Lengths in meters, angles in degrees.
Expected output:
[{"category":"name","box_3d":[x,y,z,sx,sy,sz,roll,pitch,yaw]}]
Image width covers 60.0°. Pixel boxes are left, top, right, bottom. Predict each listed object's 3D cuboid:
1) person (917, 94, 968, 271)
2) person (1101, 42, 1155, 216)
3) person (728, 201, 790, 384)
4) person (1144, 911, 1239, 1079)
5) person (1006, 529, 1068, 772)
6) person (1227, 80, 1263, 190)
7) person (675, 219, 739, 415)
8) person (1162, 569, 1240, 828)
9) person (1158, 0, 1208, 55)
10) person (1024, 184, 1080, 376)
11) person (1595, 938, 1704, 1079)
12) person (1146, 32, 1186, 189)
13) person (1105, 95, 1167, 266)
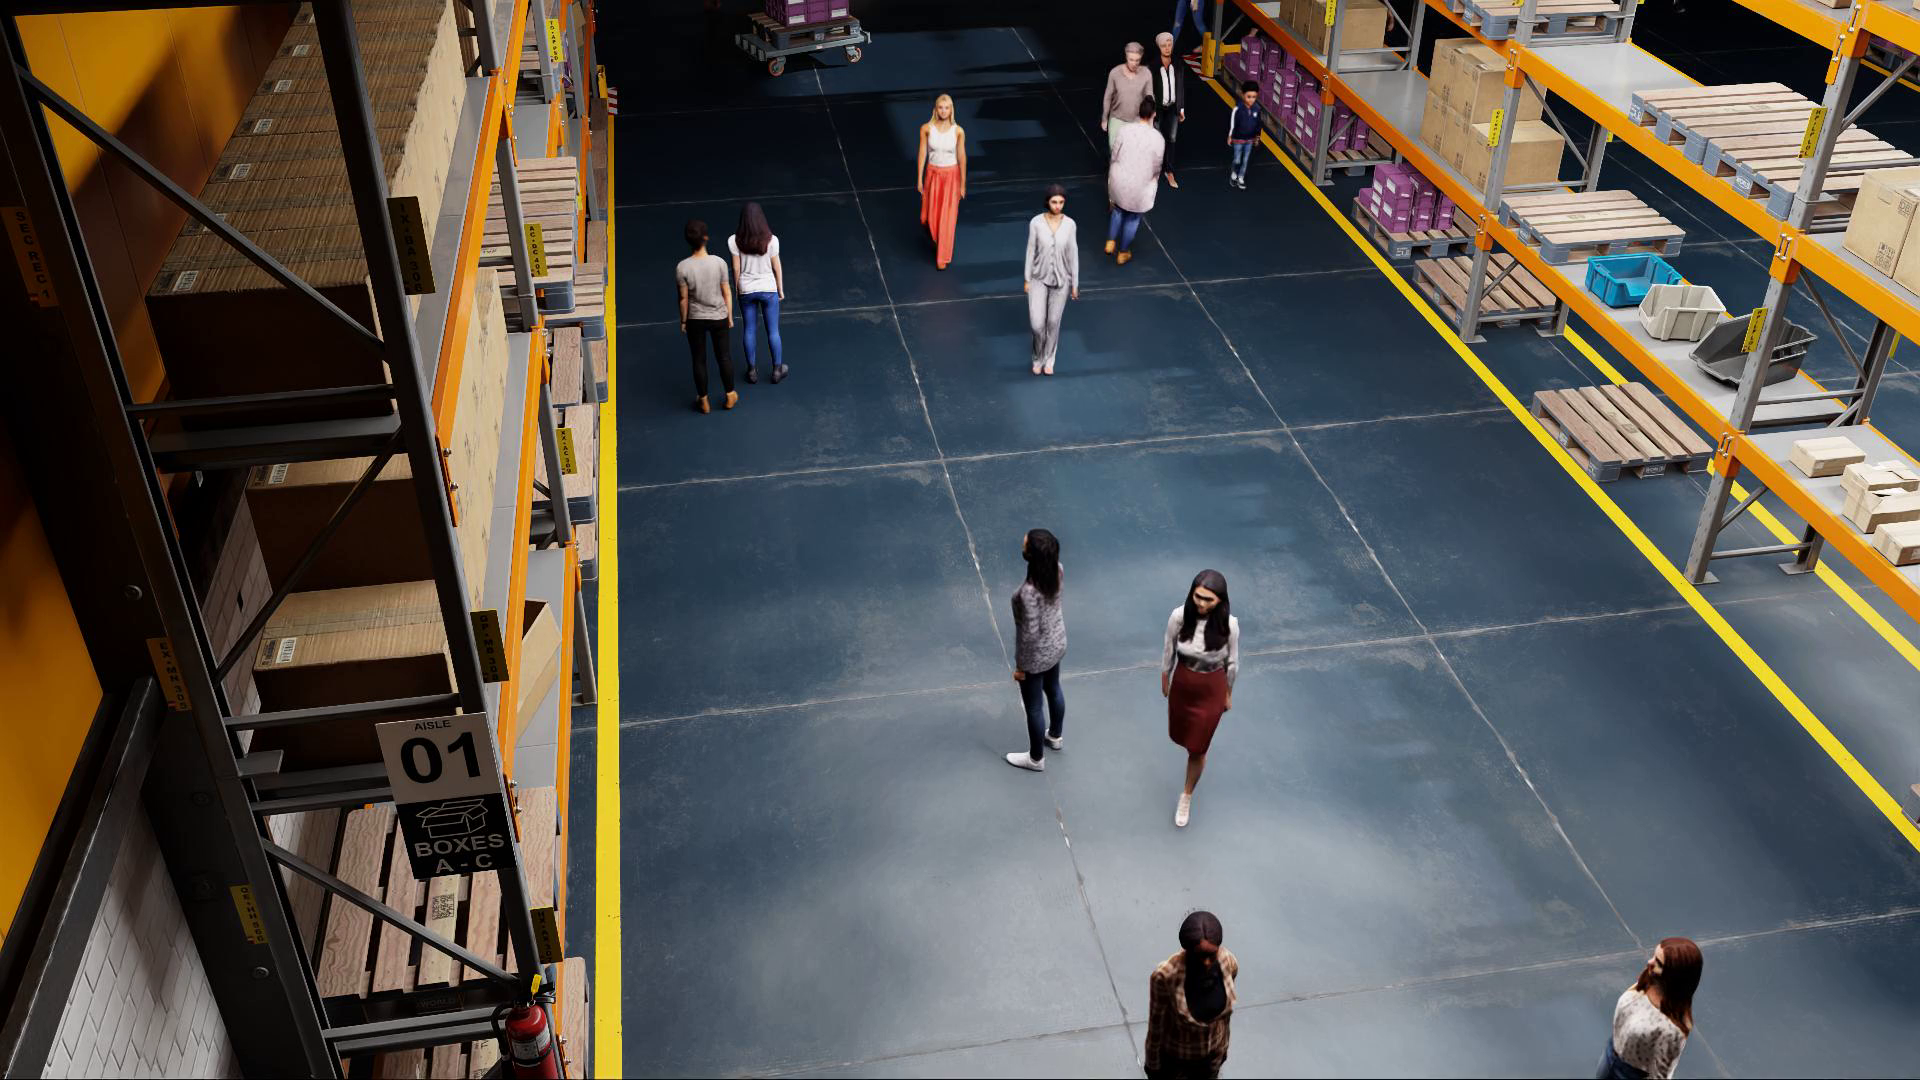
[{"category":"person","box_3d":[-0.173,-3.620,16.675,0.749,1.793,0.822,3,34,4]},{"category":"person","box_3d":[1.783,-4.515,17.991,0.787,1.827,1.149,-4,34,-6]},{"category":"person","box_3d":[-1.764,-2.153,14.565,0.644,1.686,0.592,2,34,2]},{"category":"person","box_3d":[1.043,2.362,7.675,0.611,1.793,0.579,-10,35,-15]},{"category":"person","box_3d":[0.497,0.672,10.274,0.740,1.732,0.675,20,39,27]},{"category":"person","box_3d":[3.162,-4.545,18.587,0.523,1.218,0.481,-6,34,-8]},{"category":"person","box_3d":[-2.163,-1.900,14.157,0.608,1.717,0.520,-7,34,-10]},{"category":"person","box_3d":[1.436,0.890,9.945,0.887,1.733,1.034,11,35,16]},{"category":"person","box_3d":[3.200,-7.281,22.393,0.969,1.561,1.099,-19,38,-26]},{"category":"person","box_3d":[0.789,-2.337,14.770,0.653,1.765,0.634,-2,34,-3]},{"category":"person","box_3d":[3.100,2.446,7.609,0.672,1.728,0.506,0,34,0]},{"category":"person","box_3d":[2.300,-4.767,18.432,0.722,1.777,0.582,-8,34,-11]},{"category":"person","box_3d":[1.702,-3.563,16.654,0.857,1.722,0.900,11,35,16]}]
